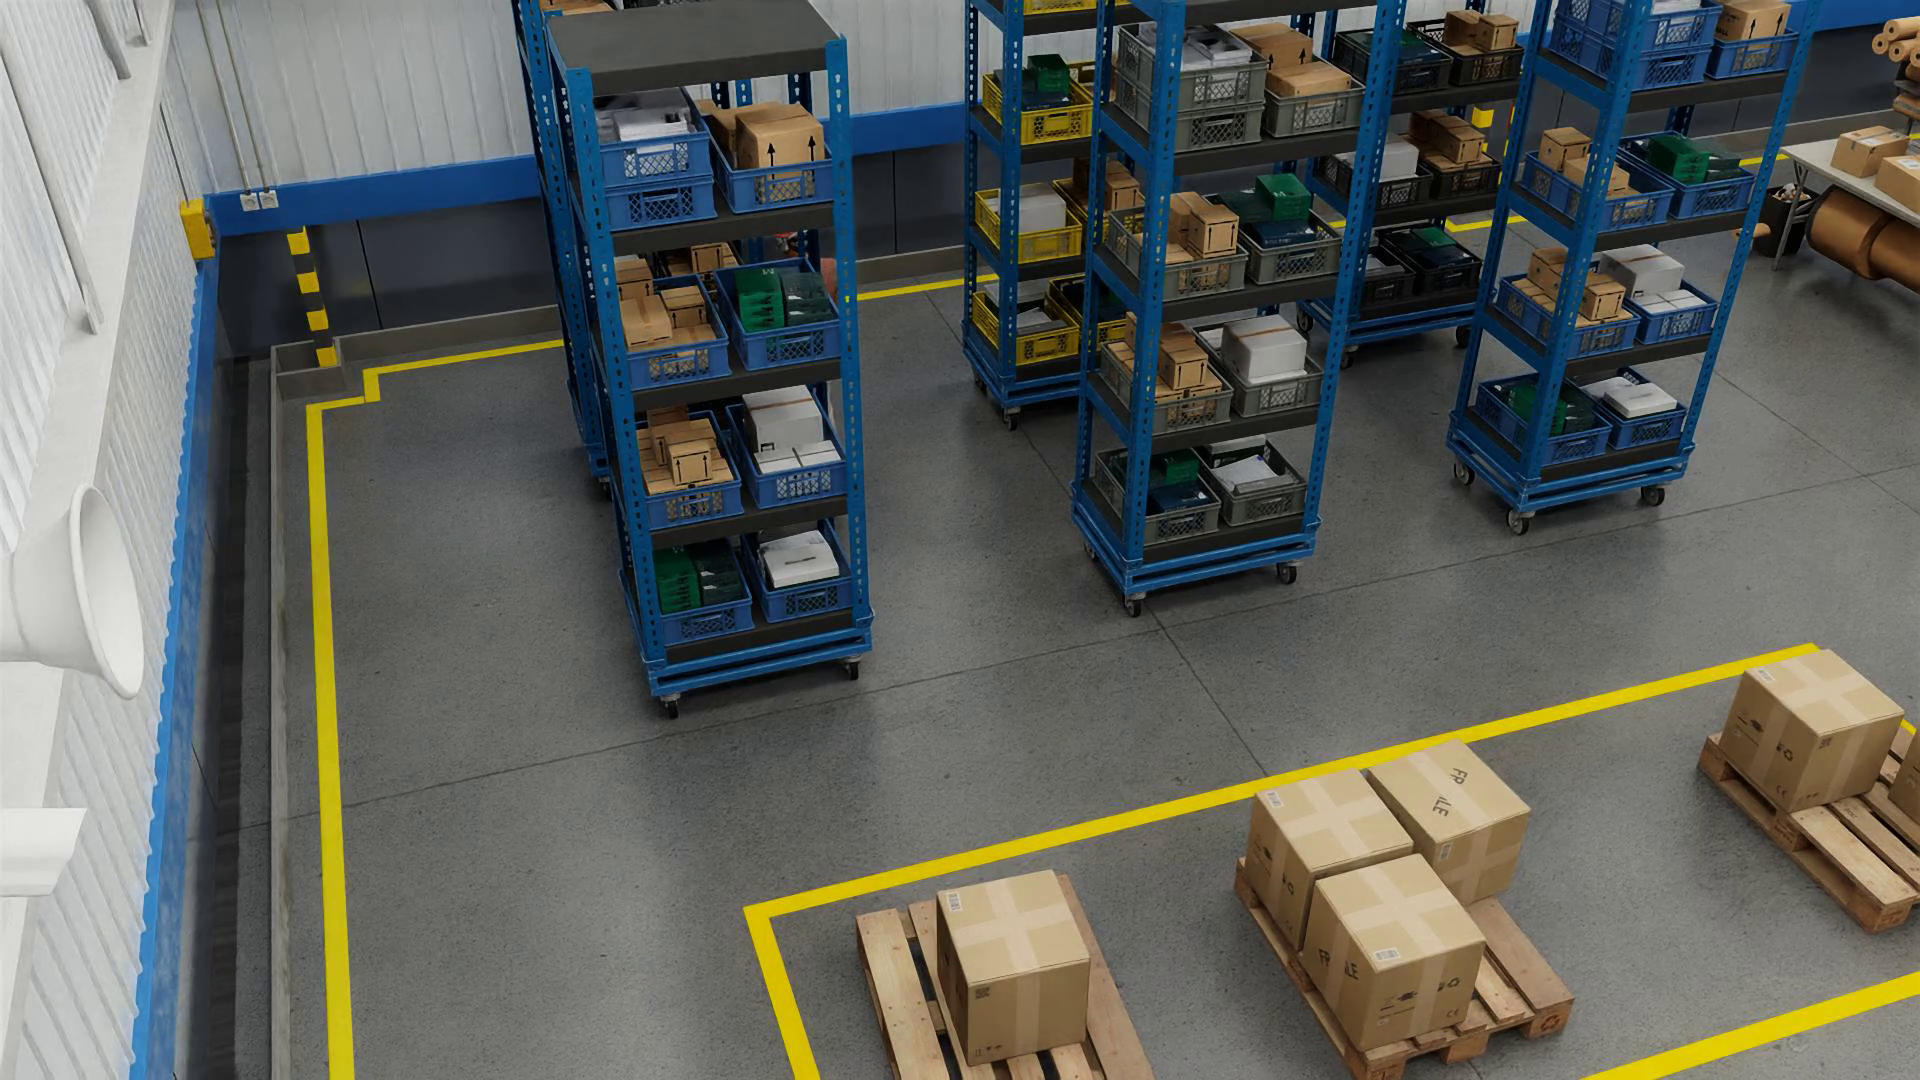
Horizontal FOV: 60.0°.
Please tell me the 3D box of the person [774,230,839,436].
[{"bbox_3d":[-0.967,-1.104,10.128,0.624,1.980,0.410,-28,44,-34],"label":"person"}]
